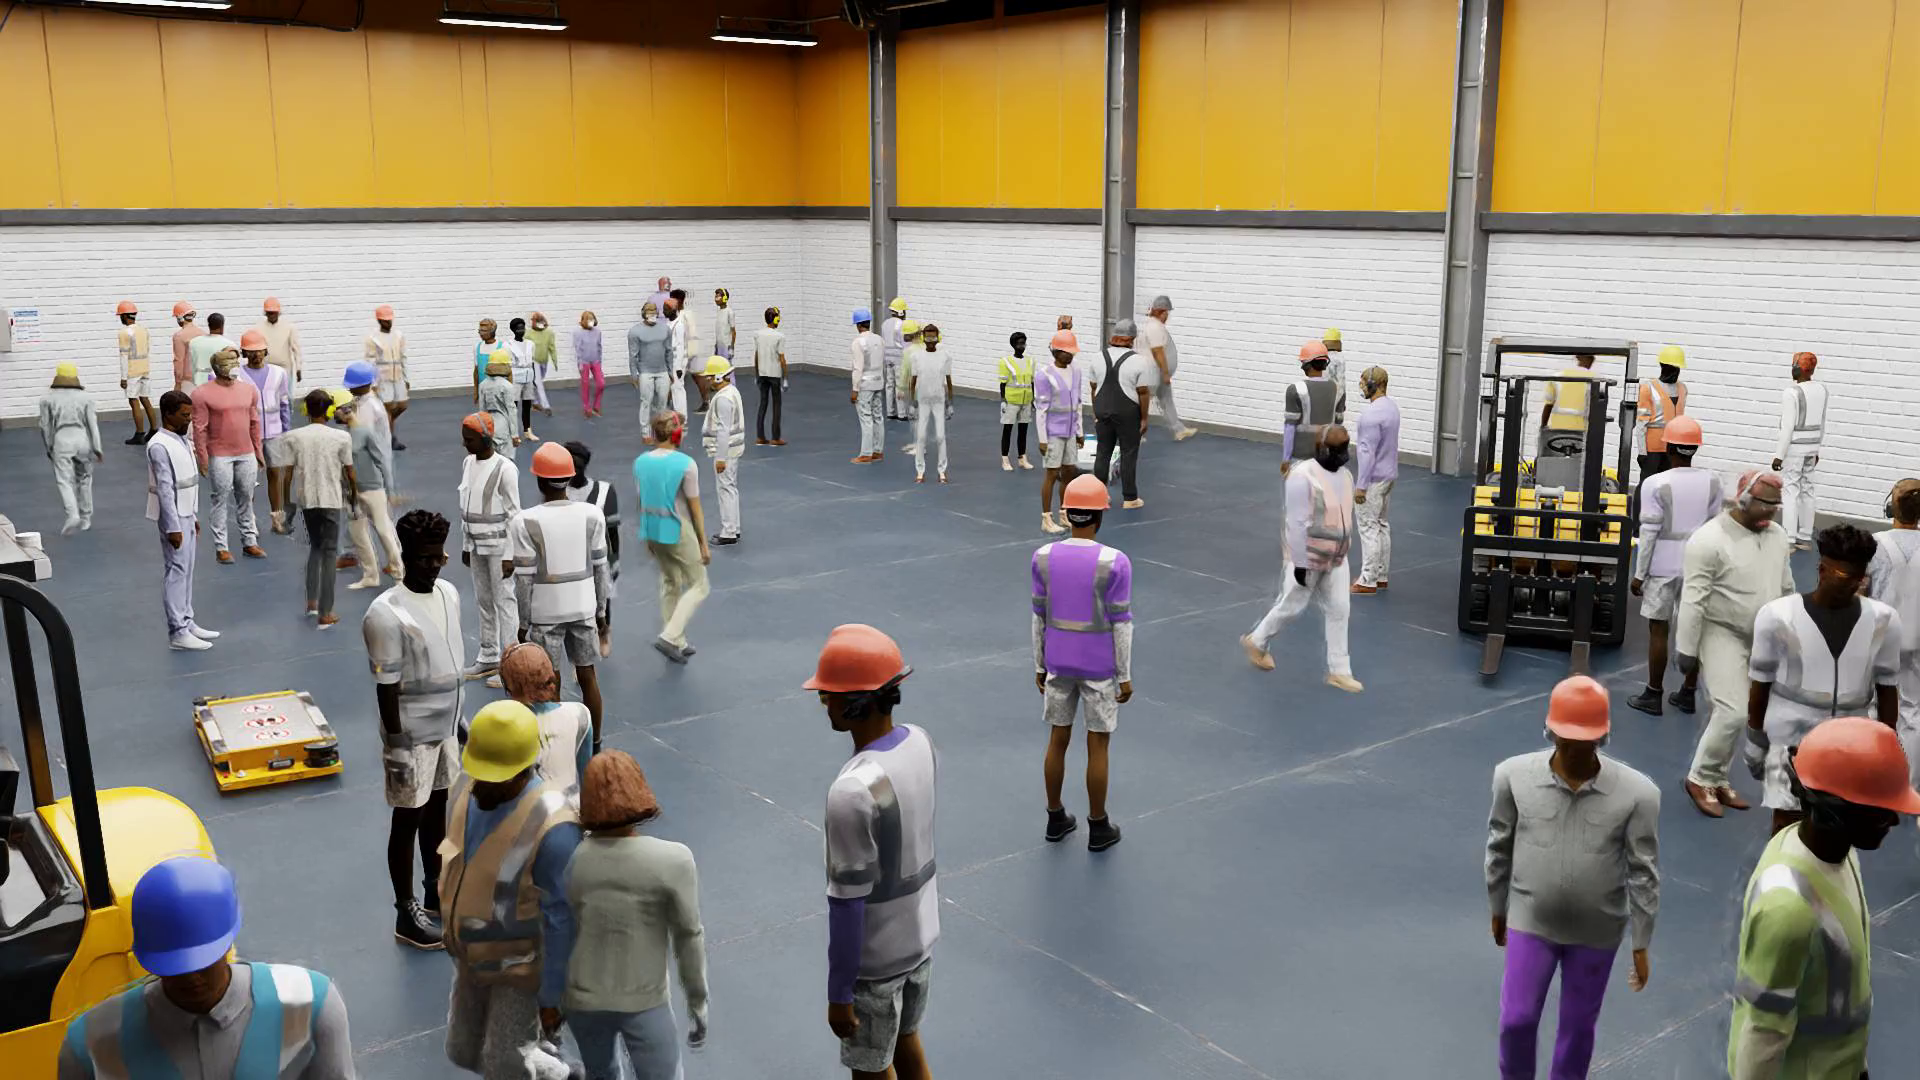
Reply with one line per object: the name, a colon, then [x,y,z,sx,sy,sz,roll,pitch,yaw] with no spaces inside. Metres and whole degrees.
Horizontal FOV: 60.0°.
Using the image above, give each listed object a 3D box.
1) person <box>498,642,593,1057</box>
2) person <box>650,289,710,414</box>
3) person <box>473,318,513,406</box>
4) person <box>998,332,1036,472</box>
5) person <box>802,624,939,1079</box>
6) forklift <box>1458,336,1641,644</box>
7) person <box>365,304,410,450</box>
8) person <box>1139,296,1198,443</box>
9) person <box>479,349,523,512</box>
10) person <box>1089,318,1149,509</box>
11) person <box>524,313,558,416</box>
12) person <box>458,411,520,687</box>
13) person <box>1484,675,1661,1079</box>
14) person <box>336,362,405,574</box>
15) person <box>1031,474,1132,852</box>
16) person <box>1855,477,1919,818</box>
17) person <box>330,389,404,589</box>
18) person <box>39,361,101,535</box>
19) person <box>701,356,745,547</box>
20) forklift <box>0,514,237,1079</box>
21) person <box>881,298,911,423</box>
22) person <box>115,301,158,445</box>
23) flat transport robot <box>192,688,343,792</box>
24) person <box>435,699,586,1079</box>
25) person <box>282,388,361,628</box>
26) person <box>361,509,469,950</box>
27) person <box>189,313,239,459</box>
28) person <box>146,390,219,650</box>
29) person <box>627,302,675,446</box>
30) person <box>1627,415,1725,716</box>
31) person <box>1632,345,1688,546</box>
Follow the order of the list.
person: [-1.616,1.197,6.438,0.314,1.636,0.515,9,15,38]
person: [-4.252,-2.864,25.373,0.990,1.912,0.614,3,12,14]
person: [-5.738,-1.805,20.431,0.517,1.841,0.324,3,12,14]
person: [0.700,-1.676,20.167,0.532,1.697,0.319,-7,14,-31]
person: [-0.280,1.255,5.211,0.407,2.035,0.602,5,13,22]
forklift: [4.683,-0.471,13.136,1.214,2.155,2.313,4,12,20]
person: [-7.541,-2.143,21.869,0.572,1.921,0.572,10,15,39]
person: [2.703,-2.319,22.435,1.024,2.000,0.698,2,12,11]
person: [-4.786,-1.121,17.377,0.492,1.740,0.325,7,14,32]
person: [1.740,-1.370,17.854,0.687,2.000,0.537,7,14,32]
person: [-6.441,-2.702,25.442,0.937,1.569,0.527,11,16,43]
person: [-3.209,0.059,11.331,0.573,1.884,0.355,10,15,40]
person: [2.075,1.302,5.689,0.568,1.734,0.398,4,13,21]
person: [-5.215,-0.616,14.586,0.754,1.894,0.603,-5,13,-21]
person: [0.629,0.624,8.499,0.546,1.929,0.391,6,13,28]
person: [4.997,0.578,8.916,0.519,1.844,0.330,4,12,18]
person: [-4.950,-0.399,13.951,0.702,1.726,0.409,7,13,29]
person: [-8.764,-0.905,16.430,0.504,1.704,0.729,-8,14,-34]
person: [-2.255,-0.846,15.867,0.403,1.819,0.601,-1,12,-2]
forklift: [-3.687,1.115,5.480,2.313,2.155,1.214,-9,15,-36]
person: [-0.905,-2.644,24.504,0.404,1.835,0.587,-9,15,-36]
person: [-11.110,-2.248,22.384,0.389,1.926,0.543,2,12,8]
flat transport robot: [-4.165,1.156,9.948,0.652,0.197,1.431,-7,13,-29]
person: [-1.418,1.332,5.411,0.638,1.793,0.531,10,15,39]
person: [-4.964,-0.252,12.938,0.527,1.839,0.565,0,12,-1]
person: [-2.390,0.824,7.443,0.374,1.963,0.608,3,12,14]
person: [-9.136,-1.837,20.455,0.627,1.896,0.468,0,12,2]
person: [-5.773,-0.150,12.272,0.392,1.914,0.587,-3,12,-13]
person: [-4.116,-2.218,22.236,0.636,1.928,0.384,-8,14,-35]
person: [4.573,0.168,10.673,0.542,1.939,0.369,-1,12,-7]
person: [6.669,-0.891,15.816,0.587,1.927,0.365,-6,13,-26]
